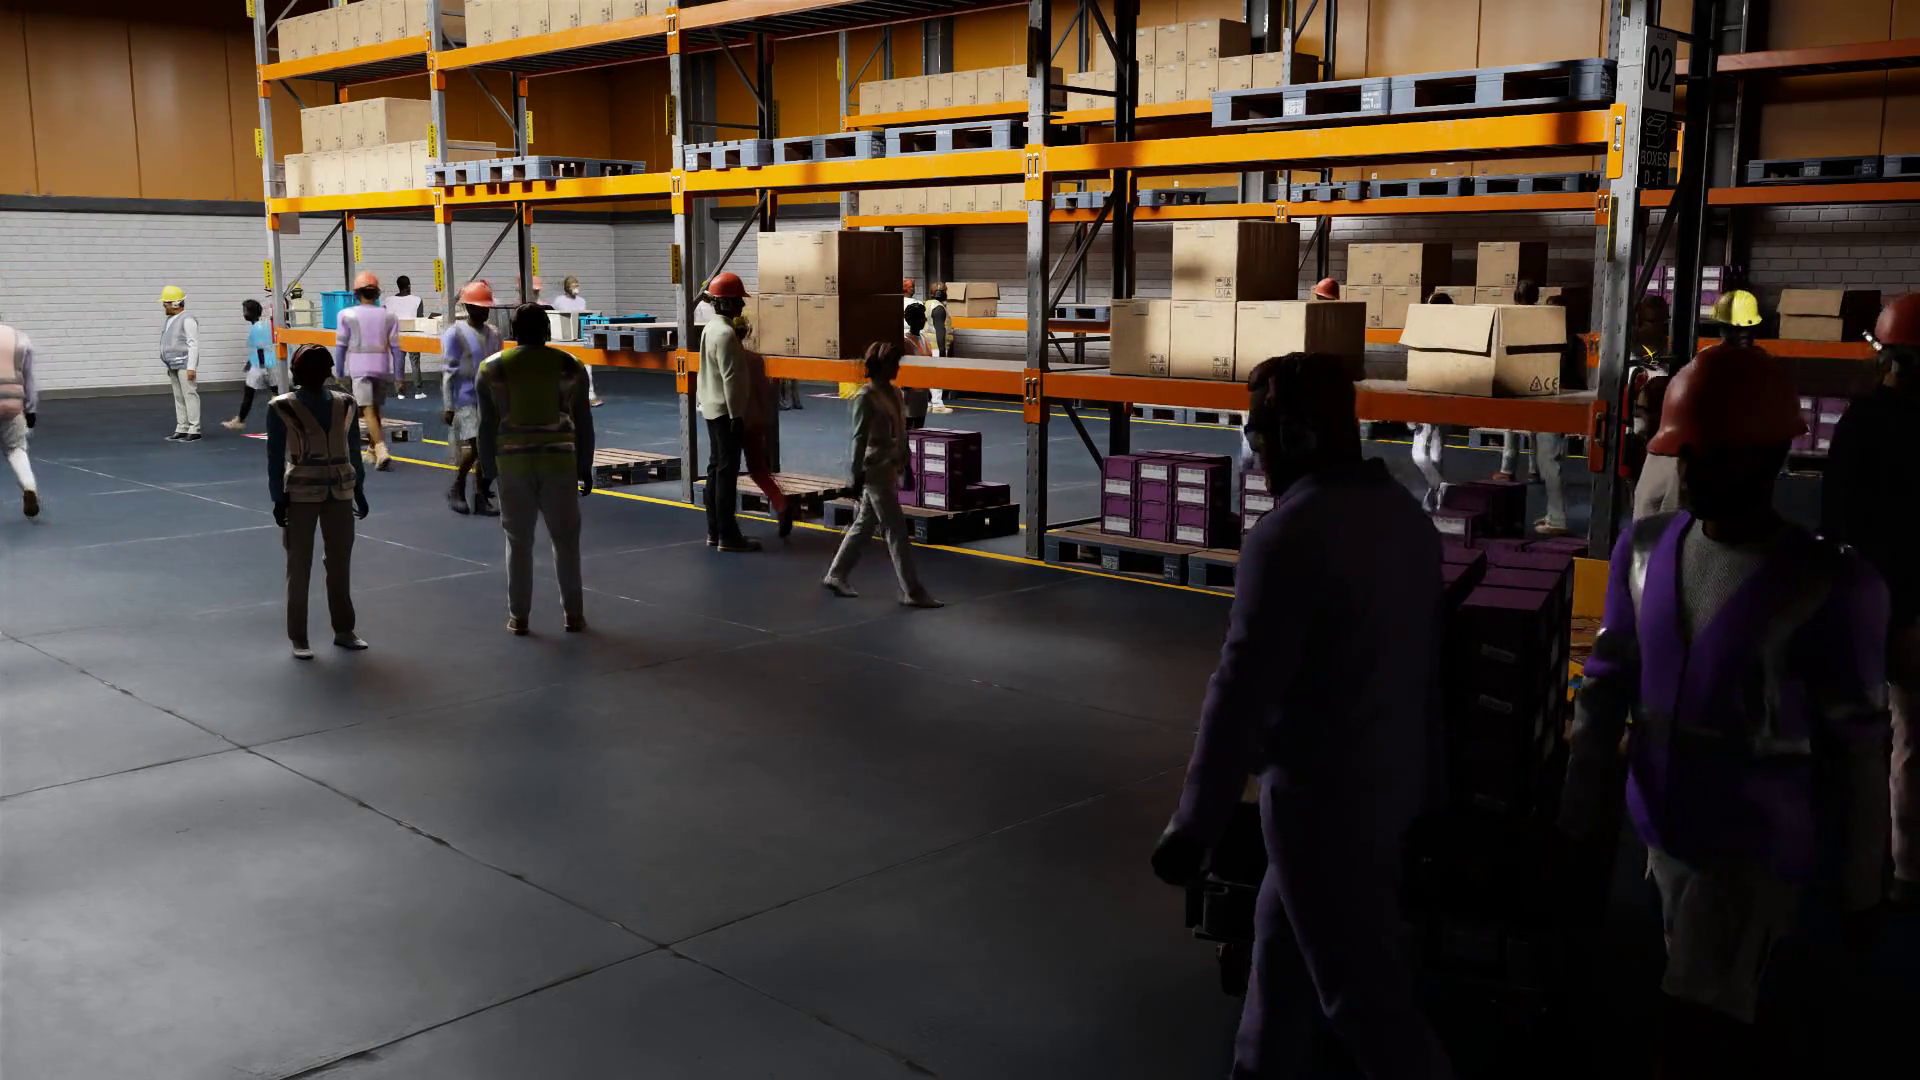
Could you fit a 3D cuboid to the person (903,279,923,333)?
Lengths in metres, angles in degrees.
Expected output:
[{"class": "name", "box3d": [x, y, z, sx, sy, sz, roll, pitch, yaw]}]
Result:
[{"class": "person", "box3d": [-0.743, -2.803, 23.884, 0.572, 1.883, 0.356, 4, 10, 24]}]

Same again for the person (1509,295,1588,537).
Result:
[{"class": "person", "box3d": [4.456, -0.932, 12.614, 0.498, 1.822, 0.576, -5, 10, -28]}]

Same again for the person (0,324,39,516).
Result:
[{"class": "person", "box3d": [-7.698, -1.039, 13.243, 0.655, 1.827, 0.651, 8, 12, 41]}]

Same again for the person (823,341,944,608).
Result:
[{"class": "person", "box3d": [-0.499, -0.405, 10.047, 0.844, 1.599, 0.528, 4, 10, 22]}]

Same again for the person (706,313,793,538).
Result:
[{"class": "person", "box3d": [-1.593, -0.856, 12.408, 0.530, 1.739, 0.764, -9, 13, -44]}]

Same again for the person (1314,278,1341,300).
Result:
[{"class": "person", "box3d": [3.643, -1.660, 16.734, 0.547, 1.928, 0.385, -8, 12, -40]}]

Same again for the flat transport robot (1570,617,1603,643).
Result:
[{"class": "flat transport robot", "box3d": [2.749, 0.553, 8.231, 1.431, 0.197, 0.652, -2, 9, -11]}]

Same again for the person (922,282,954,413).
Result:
[{"class": "person", "box3d": [-0.306, -2.700, 23.379, 0.429, 1.840, 0.636, -3, 10, -16]}]

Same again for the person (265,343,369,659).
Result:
[{"class": "person", "box3d": [-3.359, -0.209, 8.719, 0.307, 1.639, 0.525, 8, 13, 42]}]

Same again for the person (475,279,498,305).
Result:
[{"class": "person", "box3d": [-8.113, -3.566, 28.647, 0.582, 1.863, 0.540, 5, 11, 29]}]

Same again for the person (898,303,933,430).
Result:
[{"class": "person", "box3d": [-0.435, -1.465, 16.244, 0.315, 1.695, 0.541, 5, 10, 27]}]

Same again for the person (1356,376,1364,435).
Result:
[{"class": "person", "box3d": [3.407, -1.237, 15.058, 0.548, 1.618, 0.432, -2, 9, -10]}]

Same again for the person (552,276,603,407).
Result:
[{"class": "person", "box3d": [-5.552, -2.857, 24.129, 0.897, 1.901, 0.647, 7, 11, 36]}]

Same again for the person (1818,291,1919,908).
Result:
[{"class": "person", "box3d": [2.821, 0.192, 5.293, 0.618, 1.964, 0.907, -8, 12, -40]}]

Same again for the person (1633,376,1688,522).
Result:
[{"class": "person", "box3d": [2.578, 0.180, 6.389, 0.619, 1.611, 0.516, 1, 9, 7]}]

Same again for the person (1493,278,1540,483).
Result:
[{"class": "person", "box3d": [5.311, -1.495, 15.690, 0.634, 1.938, 0.364, -2, 9, -11]}]

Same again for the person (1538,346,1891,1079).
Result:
[{"class": "person", "box3d": [1.474, 0.566, 3.251, 0.971, 1.882, 0.539, -4, 10, -25]}]

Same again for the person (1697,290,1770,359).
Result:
[{"class": "person", "box3d": [4.530, -0.532, 9.891, 0.614, 1.900, 0.550, -4, 10, -24]}]

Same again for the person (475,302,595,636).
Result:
[{"class": "person", "box3d": [-2.346, -0.391, 9.224, 0.634, 1.839, 0.429, -3, 10, -16]}]

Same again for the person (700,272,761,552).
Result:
[{"class": "person", "box3d": [-1.673, -0.899, 11.964, 0.381, 1.962, 0.622, -4, 10, -22]}]

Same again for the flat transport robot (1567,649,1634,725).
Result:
[{"class": "flat transport robot", "box3d": [3.208, 0.708, 7.281, 0.652, 0.197, 1.431, -2, 9, -11]}]

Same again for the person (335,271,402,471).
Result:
[{"class": "person", "box3d": [-5.960, -1.711, 16.842, 0.610, 2.006, 0.996, -8, 12, -41]}]

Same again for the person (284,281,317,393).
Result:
[{"class": "person", "box3d": [-10.679, -3.261, 26.877, 0.403, 1.823, 0.588, 8, 12, 41]}]

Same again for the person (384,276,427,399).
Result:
[{"class": "person", "box3d": [-8.641, -3.152, 25.926, 0.590, 1.915, 0.398, -1, 9, -6]}]

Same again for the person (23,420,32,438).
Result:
[{"class": "person", "box3d": [-11.342, -2.113, 19.355, 0.878, 2.008, 0.670, -3, 10, -18]}]

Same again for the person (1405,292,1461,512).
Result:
[{"class": "person", "box3d": [3.826, -1.045, 13.249, 0.549, 1.839, 0.644, -2, 9, -12]}]

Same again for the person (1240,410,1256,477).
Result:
[{"class": "person", "box3d": [2.607, -1.110, 13.939, 0.542, 1.728, 0.823, -4, 10, -24]}]

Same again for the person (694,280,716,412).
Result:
[{"class": "person", "box3d": [-3.566, -2.735, 23.519, 0.319, 1.865, 0.521, 4, 10, 24]}]

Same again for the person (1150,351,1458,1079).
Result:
[{"class": "person", "box3d": [0.817, 0.545, 3.437, 0.921, 1.861, 0.664, 6, 11, 35]}]

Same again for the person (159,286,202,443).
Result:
[{"class": "person", "box3d": [-9.109, -2.046, 19.421, 0.587, 1.825, 0.404, 8, 12, 41]}]

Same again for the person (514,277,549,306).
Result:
[{"class": "person", "box3d": [-5.318, -2.338, 20.828, 0.658, 1.938, 1.017, -7, 12, -39]}]

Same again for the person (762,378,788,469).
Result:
[{"class": "person", "box3d": [-1.949, -1.497, 16.314, 0.446, 1.725, 0.500, 8, 12, 41]}]

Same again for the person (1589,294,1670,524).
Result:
[{"class": "person", "box3d": [4.658, -0.727, 11.245, 0.743, 1.840, 0.908, -6, 11, -32]}]

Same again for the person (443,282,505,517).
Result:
[{"class": "person", "box3d": [-3.902, -1.132, 13.523, 0.426, 1.918, 0.555, 6, 11, 34]}]

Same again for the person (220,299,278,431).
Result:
[{"class": "person", "box3d": [-8.750, -2.175, 20.766, 0.905, 1.635, 0.528, -2, 9, -10]}]

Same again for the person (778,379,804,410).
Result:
[{"class": "person", "box3d": [-2.553, -2.811, 23.817, 0.569, 1.921, 0.442, -6, 11, -32]}]
